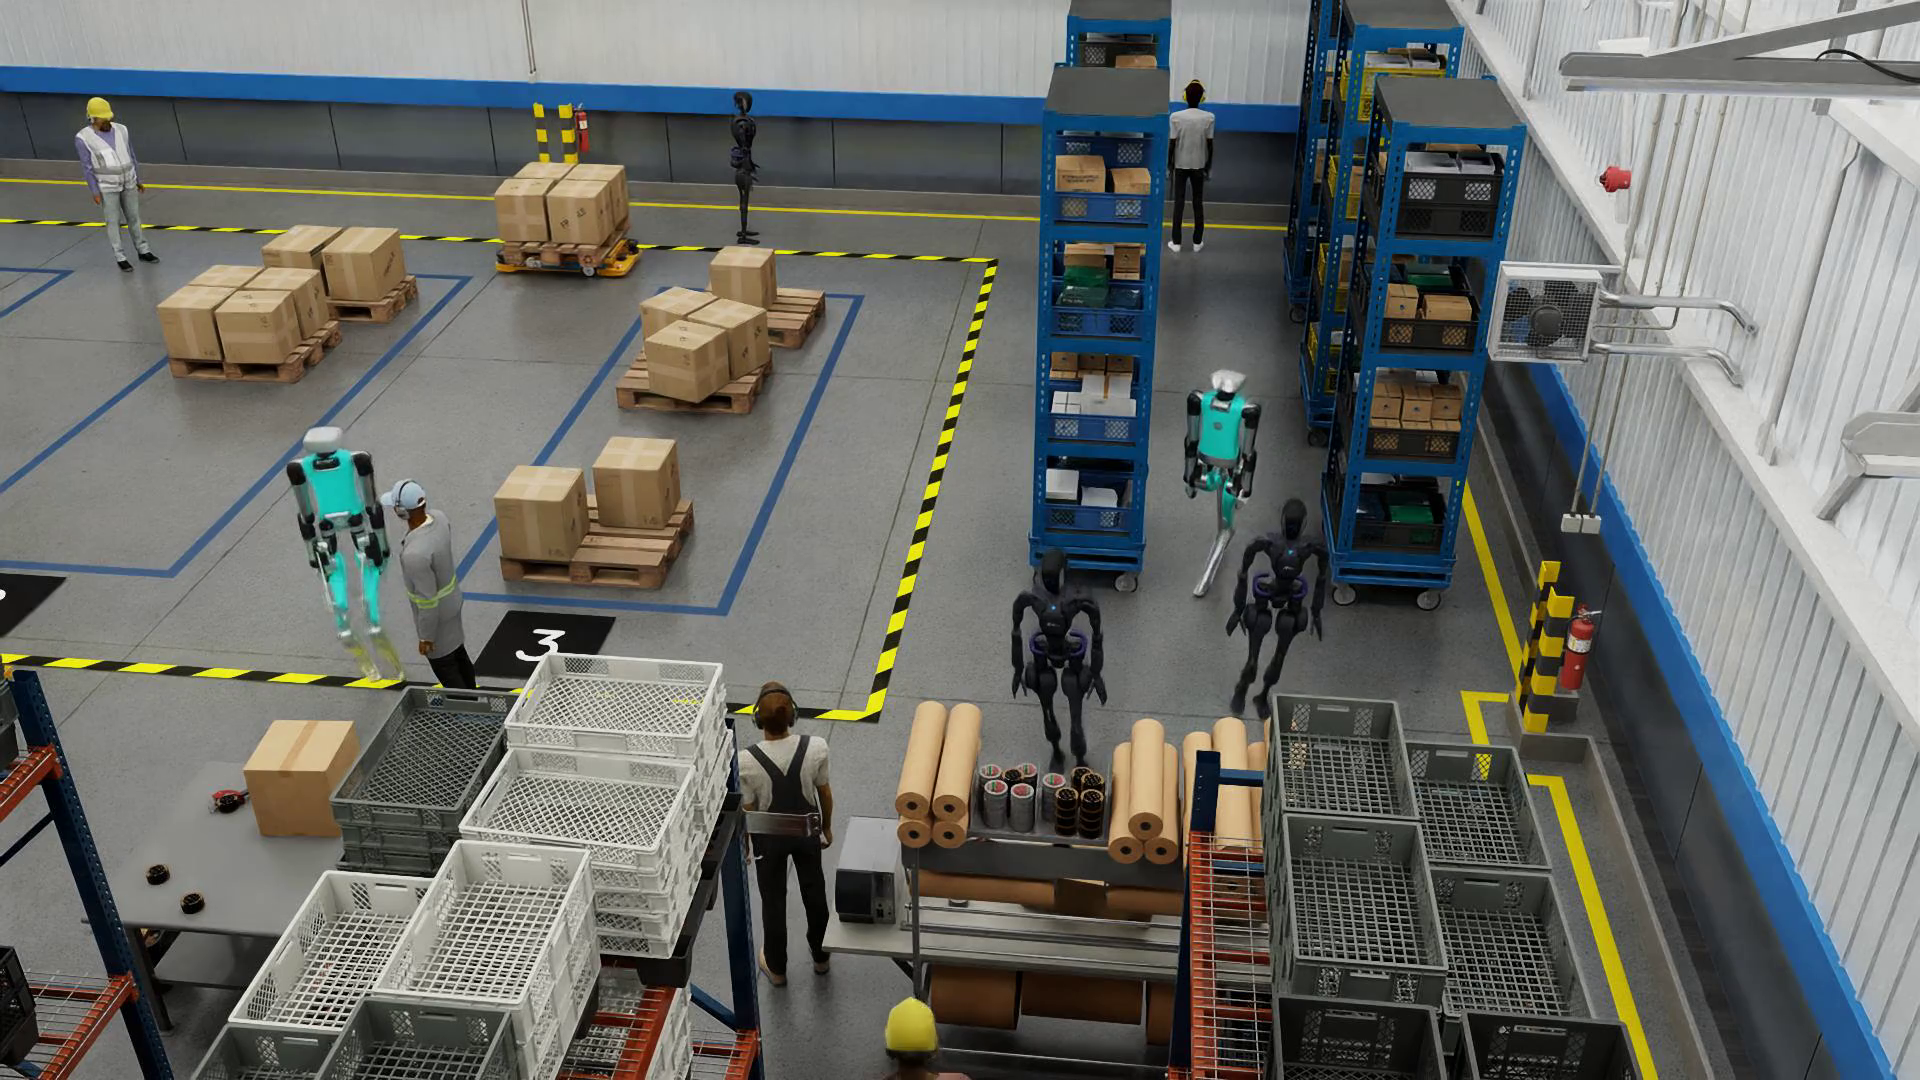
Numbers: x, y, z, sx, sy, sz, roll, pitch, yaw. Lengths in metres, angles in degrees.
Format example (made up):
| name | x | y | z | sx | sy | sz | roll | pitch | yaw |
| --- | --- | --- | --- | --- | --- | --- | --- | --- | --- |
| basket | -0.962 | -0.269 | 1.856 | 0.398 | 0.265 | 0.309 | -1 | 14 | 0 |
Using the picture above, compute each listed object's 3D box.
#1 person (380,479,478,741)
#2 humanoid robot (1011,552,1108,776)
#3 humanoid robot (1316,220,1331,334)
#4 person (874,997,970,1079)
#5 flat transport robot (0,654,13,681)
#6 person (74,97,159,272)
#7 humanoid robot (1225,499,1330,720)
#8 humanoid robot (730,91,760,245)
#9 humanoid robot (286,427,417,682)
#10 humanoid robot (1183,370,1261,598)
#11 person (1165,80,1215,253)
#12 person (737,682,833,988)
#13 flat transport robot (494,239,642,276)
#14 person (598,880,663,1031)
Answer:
| name | x | y | z | sx | sy | sz | roll | pitch | yaw |
| --- | --- | --- | --- | --- | --- | --- | --- | --- | --- |
| person | -3.286 | 0.445 | 10.336 | 0.385 | 1.849 | 0.596 | -1 | 30 | -2 |
| humanoid robot | 0.603 | 0.764 | 9.971 | 0.595 | 1.634 | 0.459 | 5 | 31 | 8 |
| humanoid robot | 3.506 | -2.515 | 15.579 | 0.315 | 1.657 | 0.599 | 17 | 34 | 27 |
| person | -0.226 | 2.546 | 6.858 | 0.526 | 1.720 | 0.880 | -8 | 31 | -13 |
| flat transport robot | -7.142 | 0.969 | 11.010 | 1.431 | 0.231 | 0.659 | 3 | 30 | 6 |
| person | -8.925 | -3.770 | 17.596 | 0.404 | 1.831 | 0.587 | 19 | 35 | 29 |
| humanoid robot | 1.999 | 0.443 | 10.519 | 0.610 | 1.645 | 0.362 | 1 | 30 | 2 |
| humanoid robot | -2.366 | -4.123 | 18.342 | 0.315 | 1.655 | 0.599 | -2 | 30 | -3 |
| humanoid robot | -4.006 | 0.190 | 10.898 | 0.573 | 1.769 | 0.793 | -7 | 31 | -12 |
| humanoid robot | 1.967 | -0.519 | 12.161 | 0.535 | 1.771 | 1.024 | 14 | 33 | 23 |
| person | 2.476 | -4.037 | 18.015 | 0.514 | 1.872 | 0.335 | 1 | 30 | 2 |
| person | -0.895 | 1.512 | 8.509 | 0.503 | 1.846 | 0.345 | -10 | 32 | -16 |
| flat transport robot | -4.225 | -3.081 | 17.937 | 1.431 | 0.197 | 0.652 | 3 | 30 | 6 |
| person | -1.666 | 1.744 | 8.134 | 0.643 | 1.819 | 0.478 | 10 | 32 | 17 |
